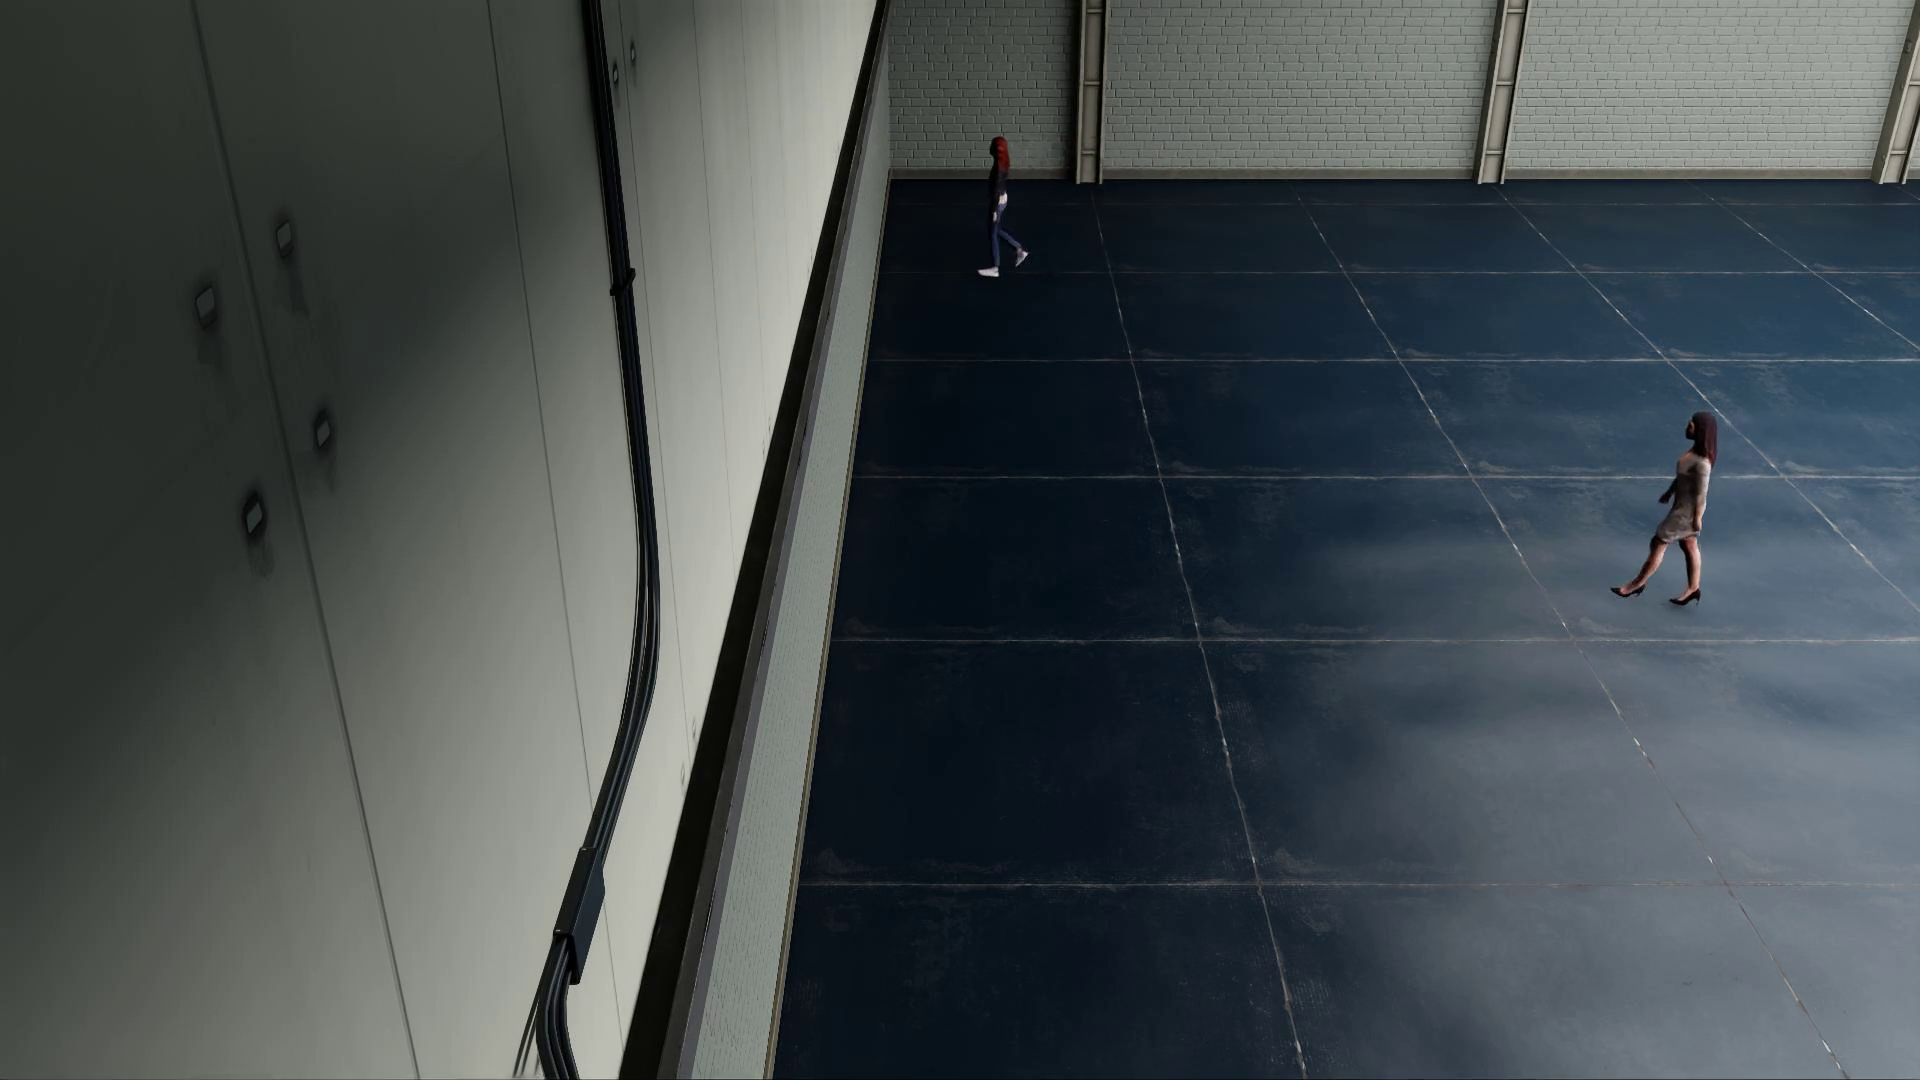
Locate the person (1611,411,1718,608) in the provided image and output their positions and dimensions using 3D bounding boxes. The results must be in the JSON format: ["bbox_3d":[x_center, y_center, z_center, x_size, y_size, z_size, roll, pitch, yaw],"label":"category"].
[{"bbox_3d":[5.952,-0.213,13.416,1.006,1.718,0.806,11,30,20],"label":"person"}]

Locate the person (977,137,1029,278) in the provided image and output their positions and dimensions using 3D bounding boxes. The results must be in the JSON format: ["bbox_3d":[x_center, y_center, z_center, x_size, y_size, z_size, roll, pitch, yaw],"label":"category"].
[{"bbox_3d":[0.552,-4.142,20.728,0.880,1.781,0.635,3,28,5],"label":"person"}]
